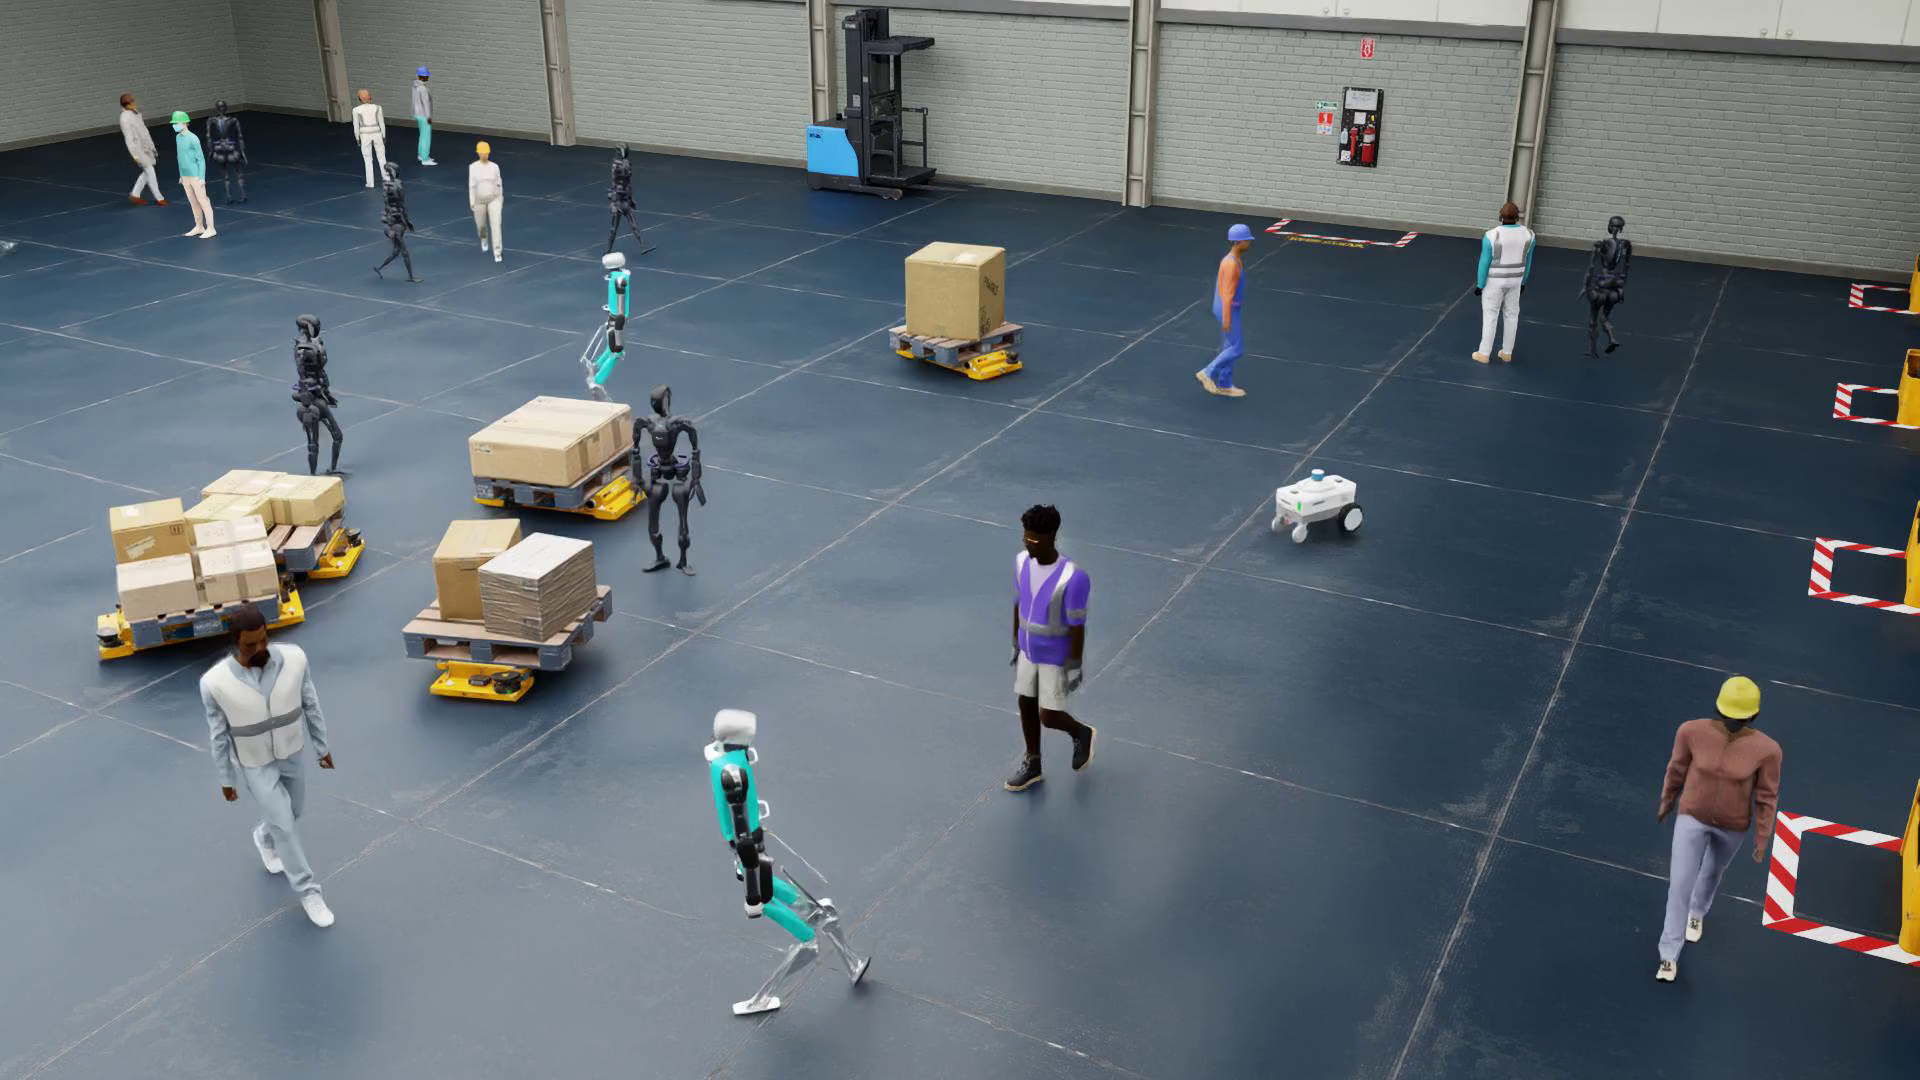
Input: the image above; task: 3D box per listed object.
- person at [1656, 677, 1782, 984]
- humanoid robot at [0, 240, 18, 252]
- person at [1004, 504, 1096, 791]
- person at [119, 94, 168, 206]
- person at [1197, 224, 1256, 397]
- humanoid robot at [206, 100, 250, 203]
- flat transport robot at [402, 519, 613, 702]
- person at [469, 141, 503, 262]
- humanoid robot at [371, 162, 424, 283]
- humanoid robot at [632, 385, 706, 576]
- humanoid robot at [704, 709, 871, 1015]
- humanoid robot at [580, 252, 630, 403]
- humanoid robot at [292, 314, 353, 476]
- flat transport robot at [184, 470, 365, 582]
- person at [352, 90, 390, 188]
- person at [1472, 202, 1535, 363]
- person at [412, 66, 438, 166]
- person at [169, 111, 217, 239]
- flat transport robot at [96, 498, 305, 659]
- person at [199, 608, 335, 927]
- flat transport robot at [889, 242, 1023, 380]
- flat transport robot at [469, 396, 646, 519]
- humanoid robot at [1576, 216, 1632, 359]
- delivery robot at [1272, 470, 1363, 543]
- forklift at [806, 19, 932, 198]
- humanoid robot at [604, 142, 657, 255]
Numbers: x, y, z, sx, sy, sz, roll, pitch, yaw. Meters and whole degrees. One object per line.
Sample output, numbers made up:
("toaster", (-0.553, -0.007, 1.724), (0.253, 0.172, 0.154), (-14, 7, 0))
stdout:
("person", (3.981, 1.512, 8.785), (0.544, 1.715, 0.907), (10, 25, 22))
("humanoid robot", (-13.935, -4.792, 23.445), (0.540, 1.729, 0.977), (9, 25, 21))
("person", (0.567, 0.675, 10.465), (0.545, 1.943, 0.622), (-20, 30, -38))
("person", (-13.273, -6.302, 26.898), (0.629, 1.798, 0.561), (0, 23, -1))
("person", (2.889, -2.431, 17.761), (0.461, 1.893, 0.558), (6, 24, 14))
("humanoid robot", (-11.975, -6.348, 27.159), (0.615, 1.652, 0.416), (-3, 23, -7))
("flat transport robot", (-3.299, 0.776, 12.356), (0.659, 0.231, 1.431), (4, 24, 10))
("person", (-6.725, -4.838, 23.639), (0.474, 1.671, 0.724), (-5, 24, -12))
("humanoid robot", (-7.679, -4.275, 22.387), (0.743, 1.634, 0.601), (3, 23, 7))
("humanoid robot", (-2.376, -0.490, 13.533), (0.613, 1.645, 0.349), (2, 23, 5))
("humanoid robot", (-0.800, 1.654, 8.490), (0.916, 1.806, 0.551), (-6, 24, -13))
("humanoid robot", (-3.671, -2.027, 17.047), (0.663, 1.812, 0.536), (-6, 24, -13))
("humanoid robot", (-5.990, -1.296, 15.394), (0.369, 1.644, 0.608), (0, 23, 0))
("flat transport robot", (-5.773, 0.129, 13.862), (1.431, 0.231, 0.659), (-2, 23, -5))
("person", (-10.041, -6.840, 28.360), (0.514, 1.633, 0.315), (-12, 26, -26))
("person", (6.185, -2.935, 19.009), (0.620, 1.840, 0.431), (-3, 23, -7))
("person", (-9.741, -7.711, 30.229), (0.395, 1.760, 0.569), (-14, 27, -30))
("person", (-11.464, -5.445, 24.806), (0.528, 1.872, 0.360), (14, 27, 29))
("flat transport robot", (-5.833, 0.590, 12.790), (1.431, 0.231, 0.659), (-11, 26, -24))
("person", (-3.879, 1.195, 9.343), (0.900, 1.884, 0.603), (21, 31, 39))
("flat transport robot", (-0.035, -2.135, 19.133), (0.659, 0.231, 1.431), (-21, 31, -40))
("flat transport robot", (-3.649, -0.449, 15.208), (1.431, 0.231, 0.659), (7, 24, 15))
("humanoid robot", (7.439, -2.893, 19.122), (0.608, 1.646, 0.405), (-7, 24, -16))
("delivery robot", (3.129, -0.318, 14.564), (0.808, 0.614, 0.499), (-14, 27, -29))
("forklift", (-1.573, -7.292, 27.850), (1.873, 2.768, 1.129), (12, 26, 25))
("humanoid robot", (-4.776, -4.838, 23.684), (0.765, 1.620, 0.616), (6, 24, 14))
